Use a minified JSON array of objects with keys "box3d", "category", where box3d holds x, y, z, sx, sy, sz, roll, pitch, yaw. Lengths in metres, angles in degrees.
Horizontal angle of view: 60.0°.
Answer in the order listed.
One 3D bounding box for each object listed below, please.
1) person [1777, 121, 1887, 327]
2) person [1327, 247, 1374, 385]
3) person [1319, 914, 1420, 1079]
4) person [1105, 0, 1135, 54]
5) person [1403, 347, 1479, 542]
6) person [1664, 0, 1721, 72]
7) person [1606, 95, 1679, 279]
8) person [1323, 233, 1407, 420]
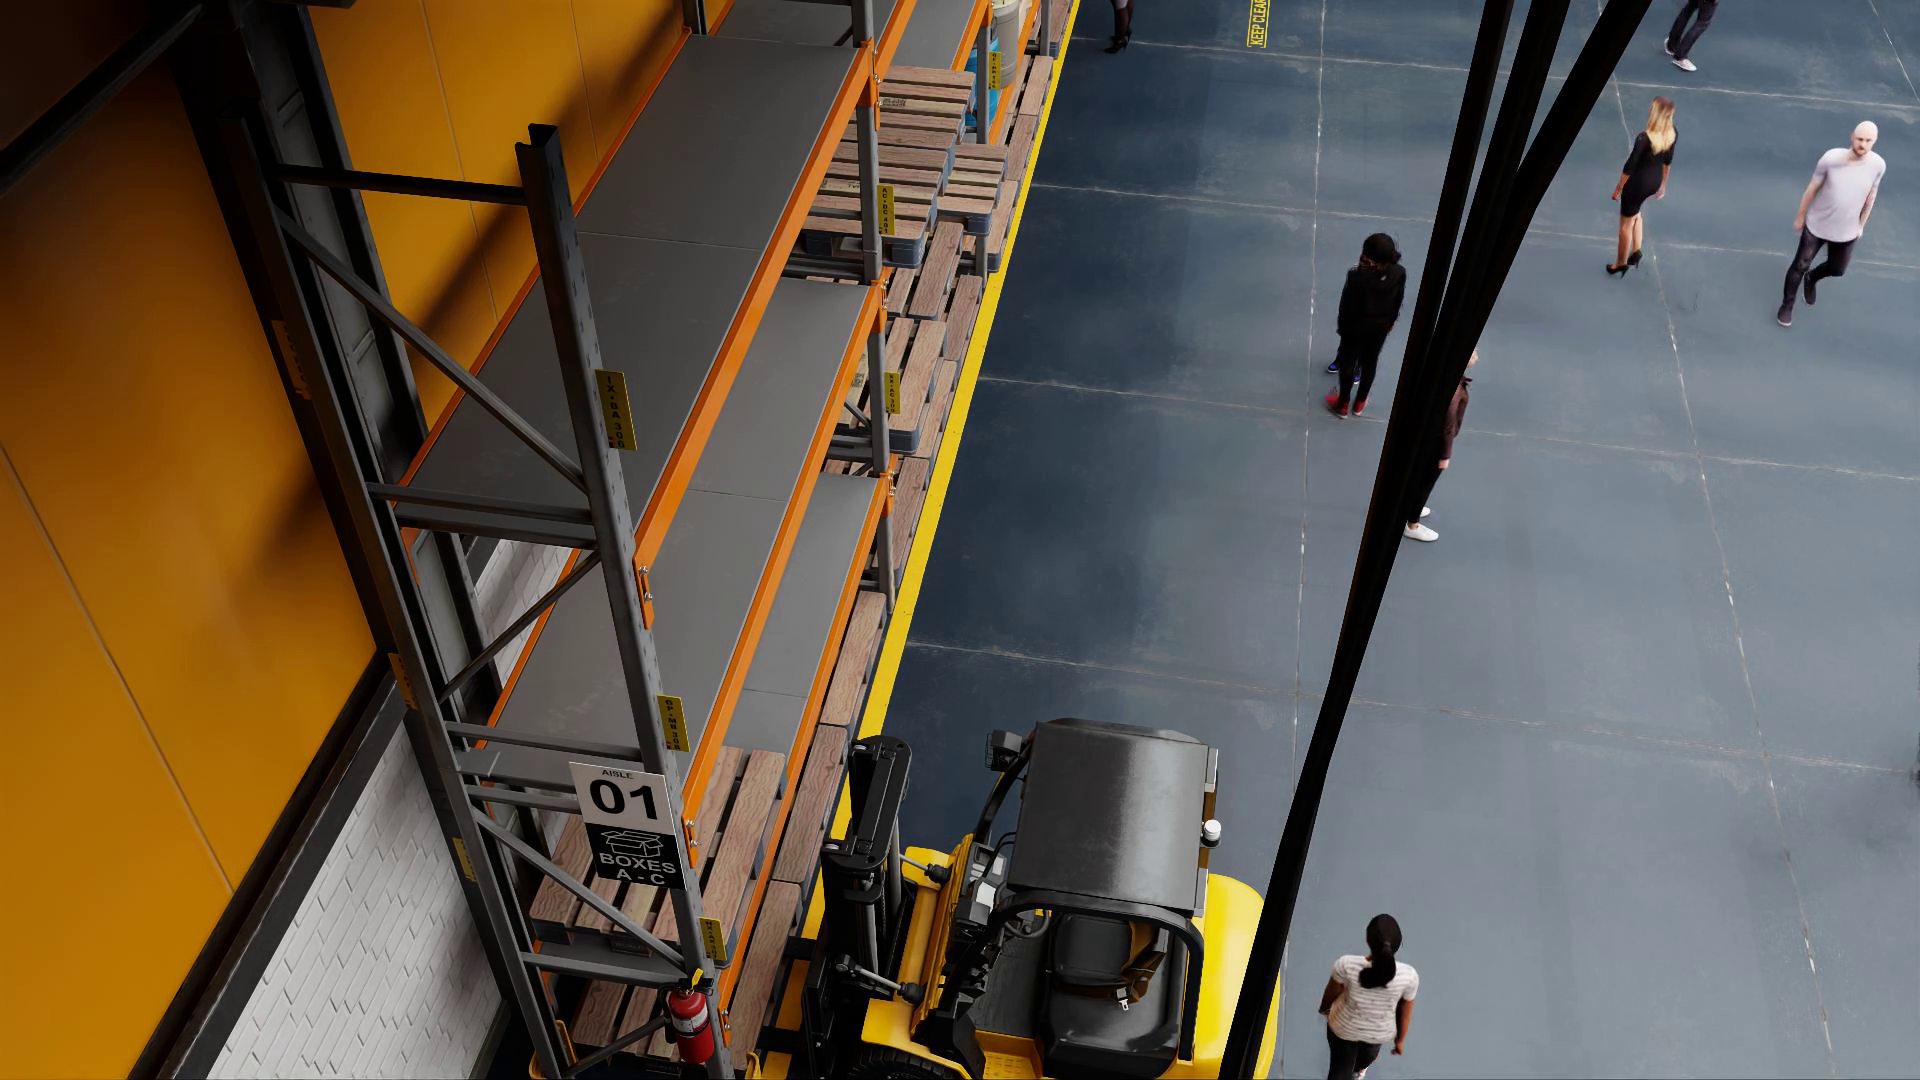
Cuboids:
[{"box3d":[7.143,-2.634,13.654,0.726,1.825,0.769,10,45,11],"category":"person"},{"box3d":[3.188,-1.830,13.223,0.610,1.255,0.571,-34,53,-30],"category":"person"},{"box3d":[2.028,2.519,8.392,0.580,1.621,0.779,8,44,8],"category":"person"},{"box3d":[1.679,-5.886,17.114,0.754,1.759,0.598,13,45,13],"category":"person"},{"box3d":[3.356,-0.734,11.747,0.698,1.704,0.482,1,44,1],"category":"person"},{"box3d":[7.577,-5.716,16.888,0.915,1.824,0.479,1,44,1],"category":"person"},{"box3d":[5.830,-2.929,14.081,0.688,1.662,0.738,-22,48,-21],"category":"person"},{"box3d":[3.124,-1.649,12.737,0.681,1.663,0.638,0,44,0],"category":"person"}]
